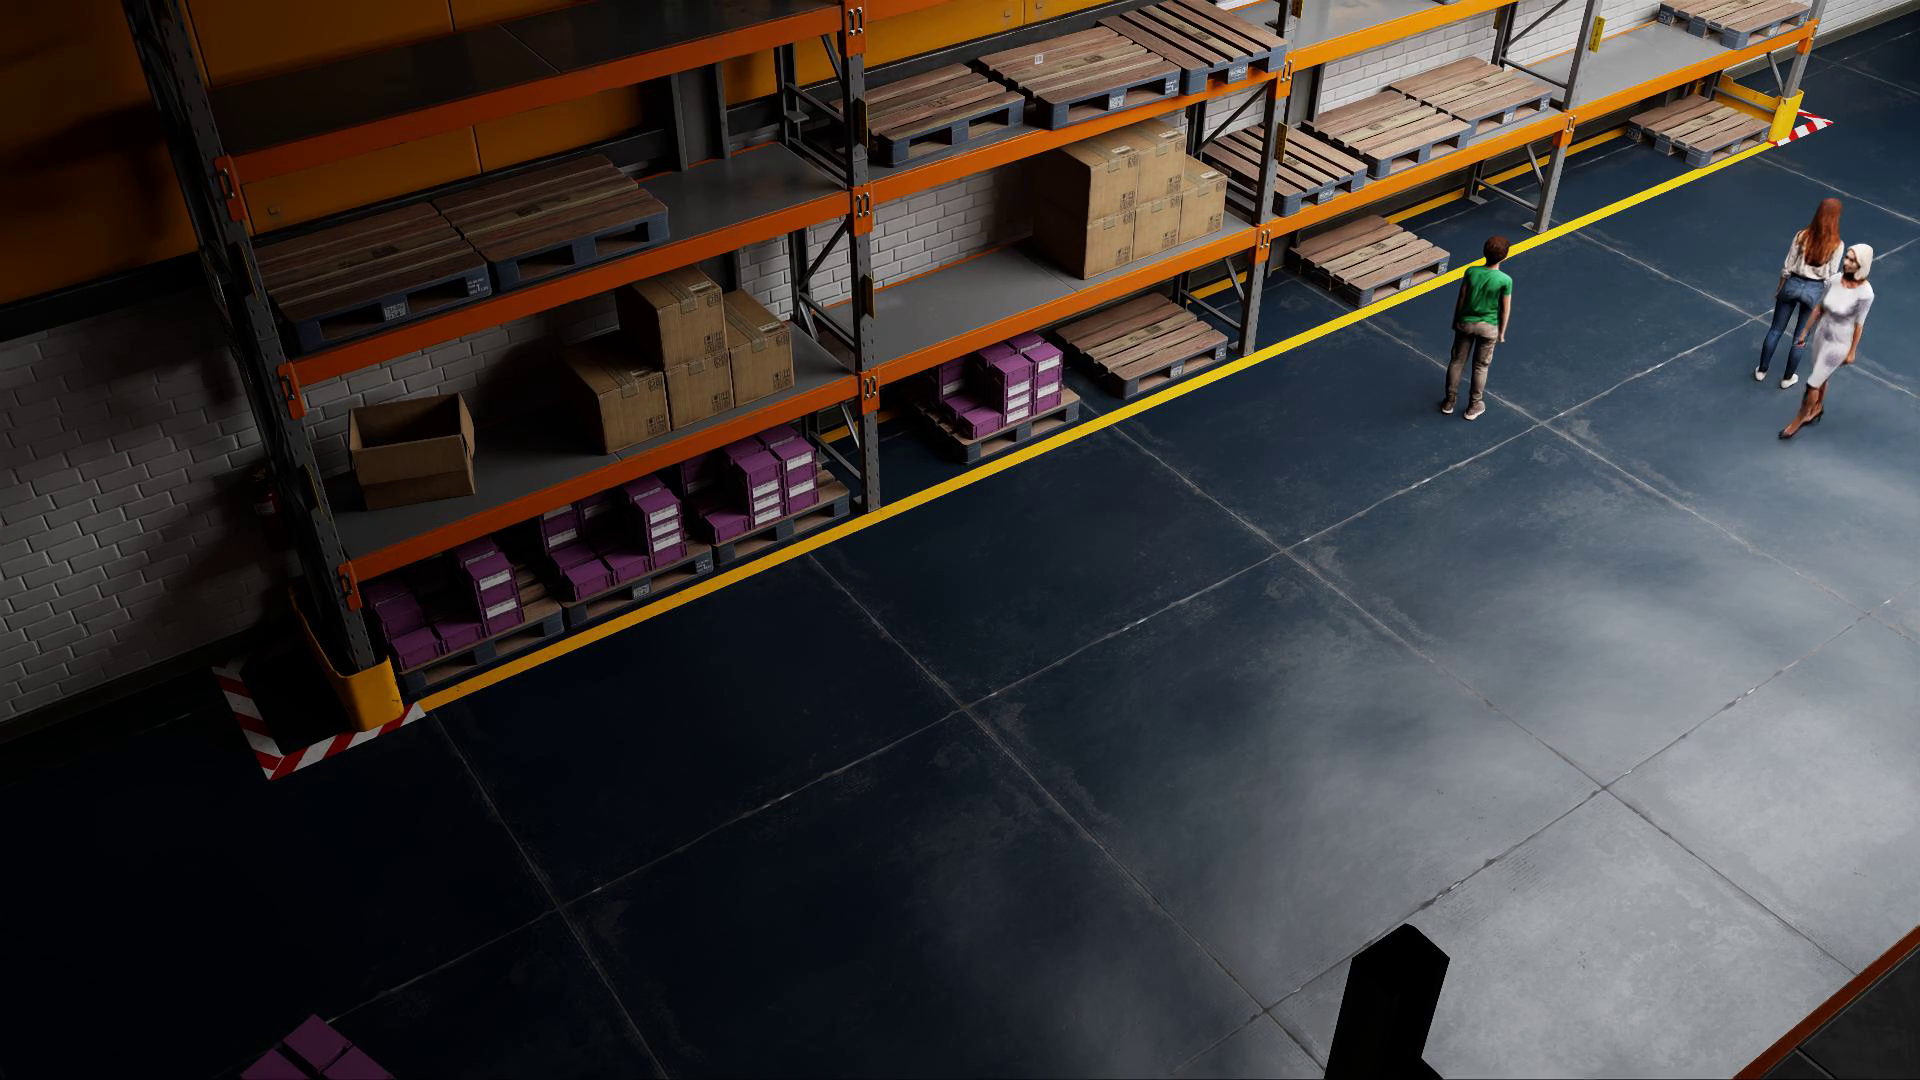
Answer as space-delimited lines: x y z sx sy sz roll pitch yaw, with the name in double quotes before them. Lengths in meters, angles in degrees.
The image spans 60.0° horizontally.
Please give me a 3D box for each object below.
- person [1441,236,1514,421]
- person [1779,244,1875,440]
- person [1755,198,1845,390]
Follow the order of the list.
"person" 4.283 -1.759 13.753 0.666 1.651 0.662 19 42 22
"person" 7.161 -1.631 13.532 0.840 1.726 0.677 -14 41 -17
"person" 7.153 -2.097 14.114 0.629 1.728 0.597 26 45 29
